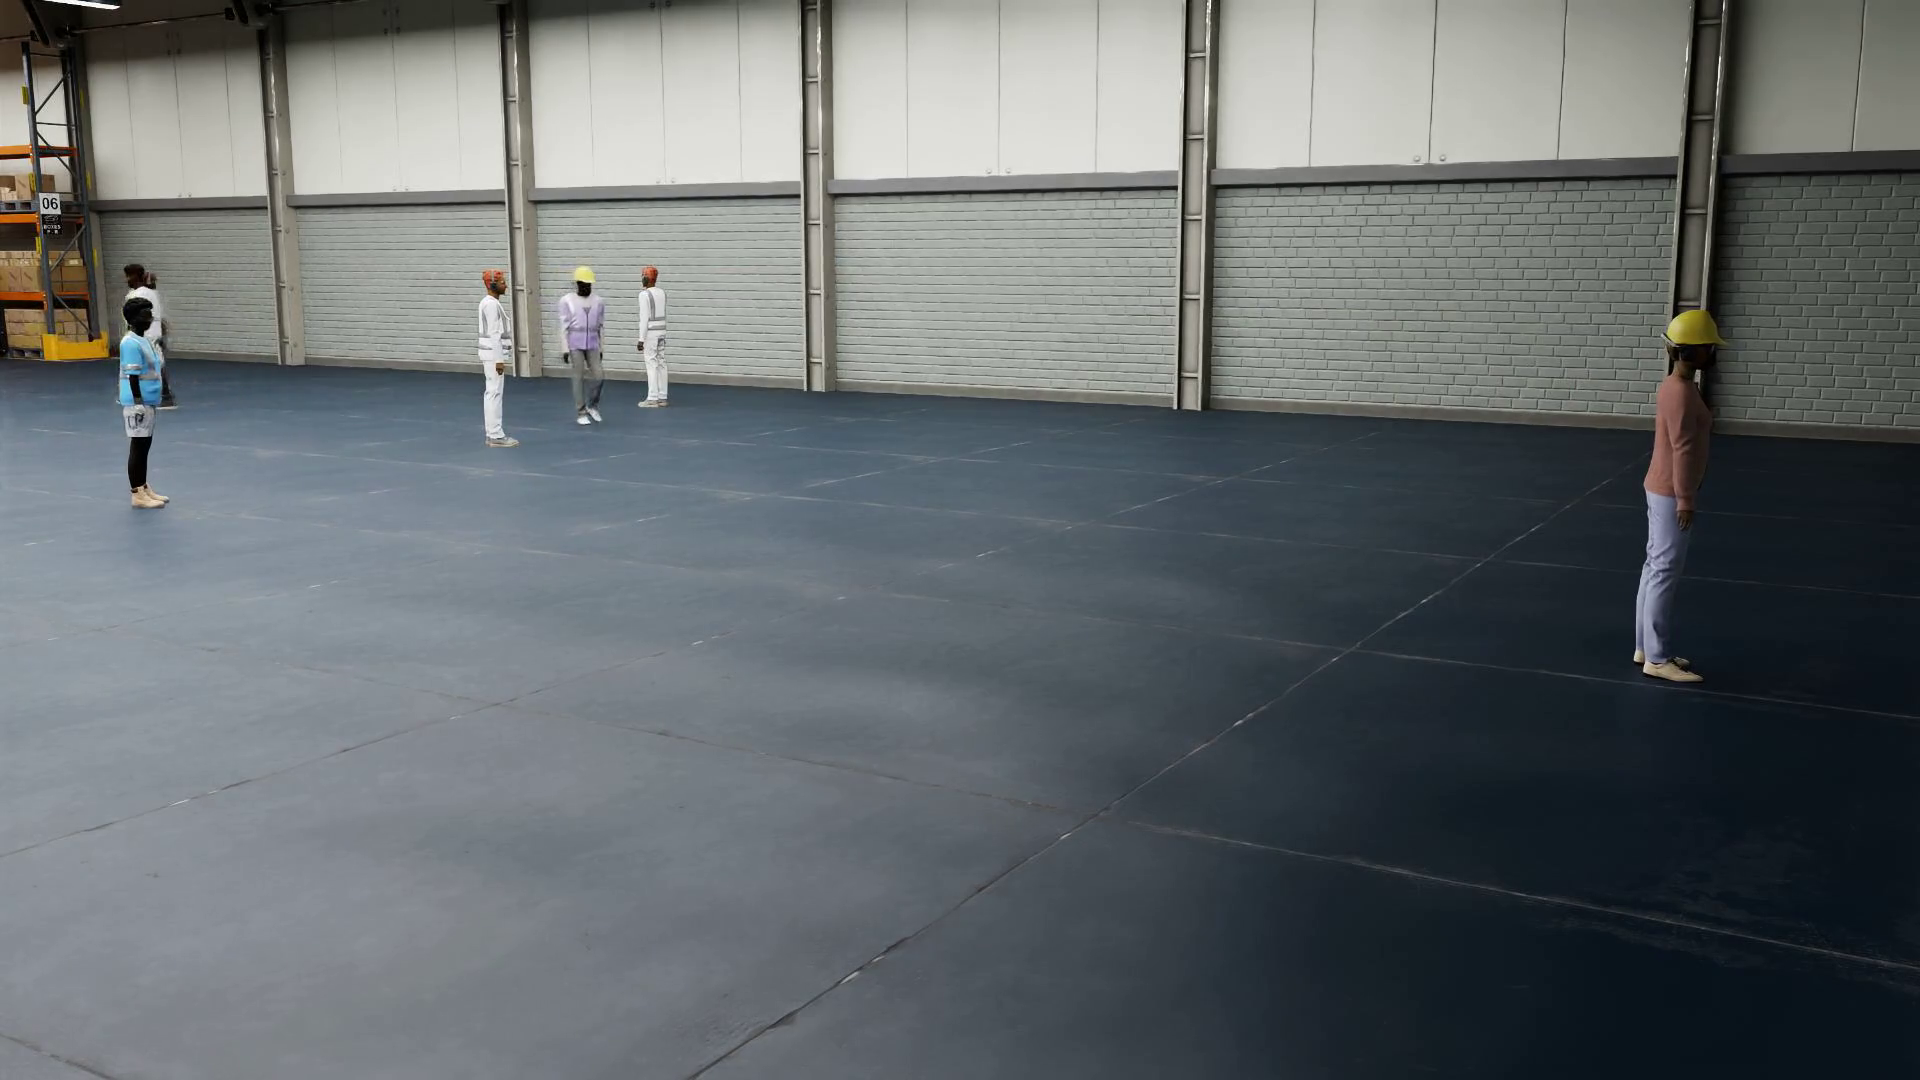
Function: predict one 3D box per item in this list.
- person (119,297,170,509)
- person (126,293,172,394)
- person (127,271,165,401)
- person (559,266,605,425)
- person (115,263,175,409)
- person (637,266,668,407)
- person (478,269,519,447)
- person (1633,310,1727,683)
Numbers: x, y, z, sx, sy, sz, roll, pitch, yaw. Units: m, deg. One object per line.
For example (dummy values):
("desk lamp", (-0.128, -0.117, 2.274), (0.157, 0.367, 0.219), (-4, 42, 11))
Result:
("person", (-6.589, -1.105, 13.404), (0.317, 1.698, 0.540), (-3, 10, -17))
("person", (-11.713, -2.974, 24.065), (0.901, 1.830, 0.549), (6, 11, 32))
("person", (-11.261, -2.796, 22.953), (0.480, 1.822, 0.646), (-1, 10, -6))
("person", (-4.506, -2.325, 19.952), (0.591, 1.906, 0.427), (-6, 12, -33))
("person", (-10.860, -2.676, 21.954), (0.945, 1.918, 0.618), (-1, 10, -3))
("person", (-4.137, -2.724, 22.352), (0.356, 1.883, 0.573), (4, 10, 22))
("person", (-4.941, -1.932, 17.713), (0.354, 1.883, 0.573), (-4, 10, -21))
("person", (3.452, -0.213, 7.988), (0.313, 1.769, 0.523), (3, 10, 15))
